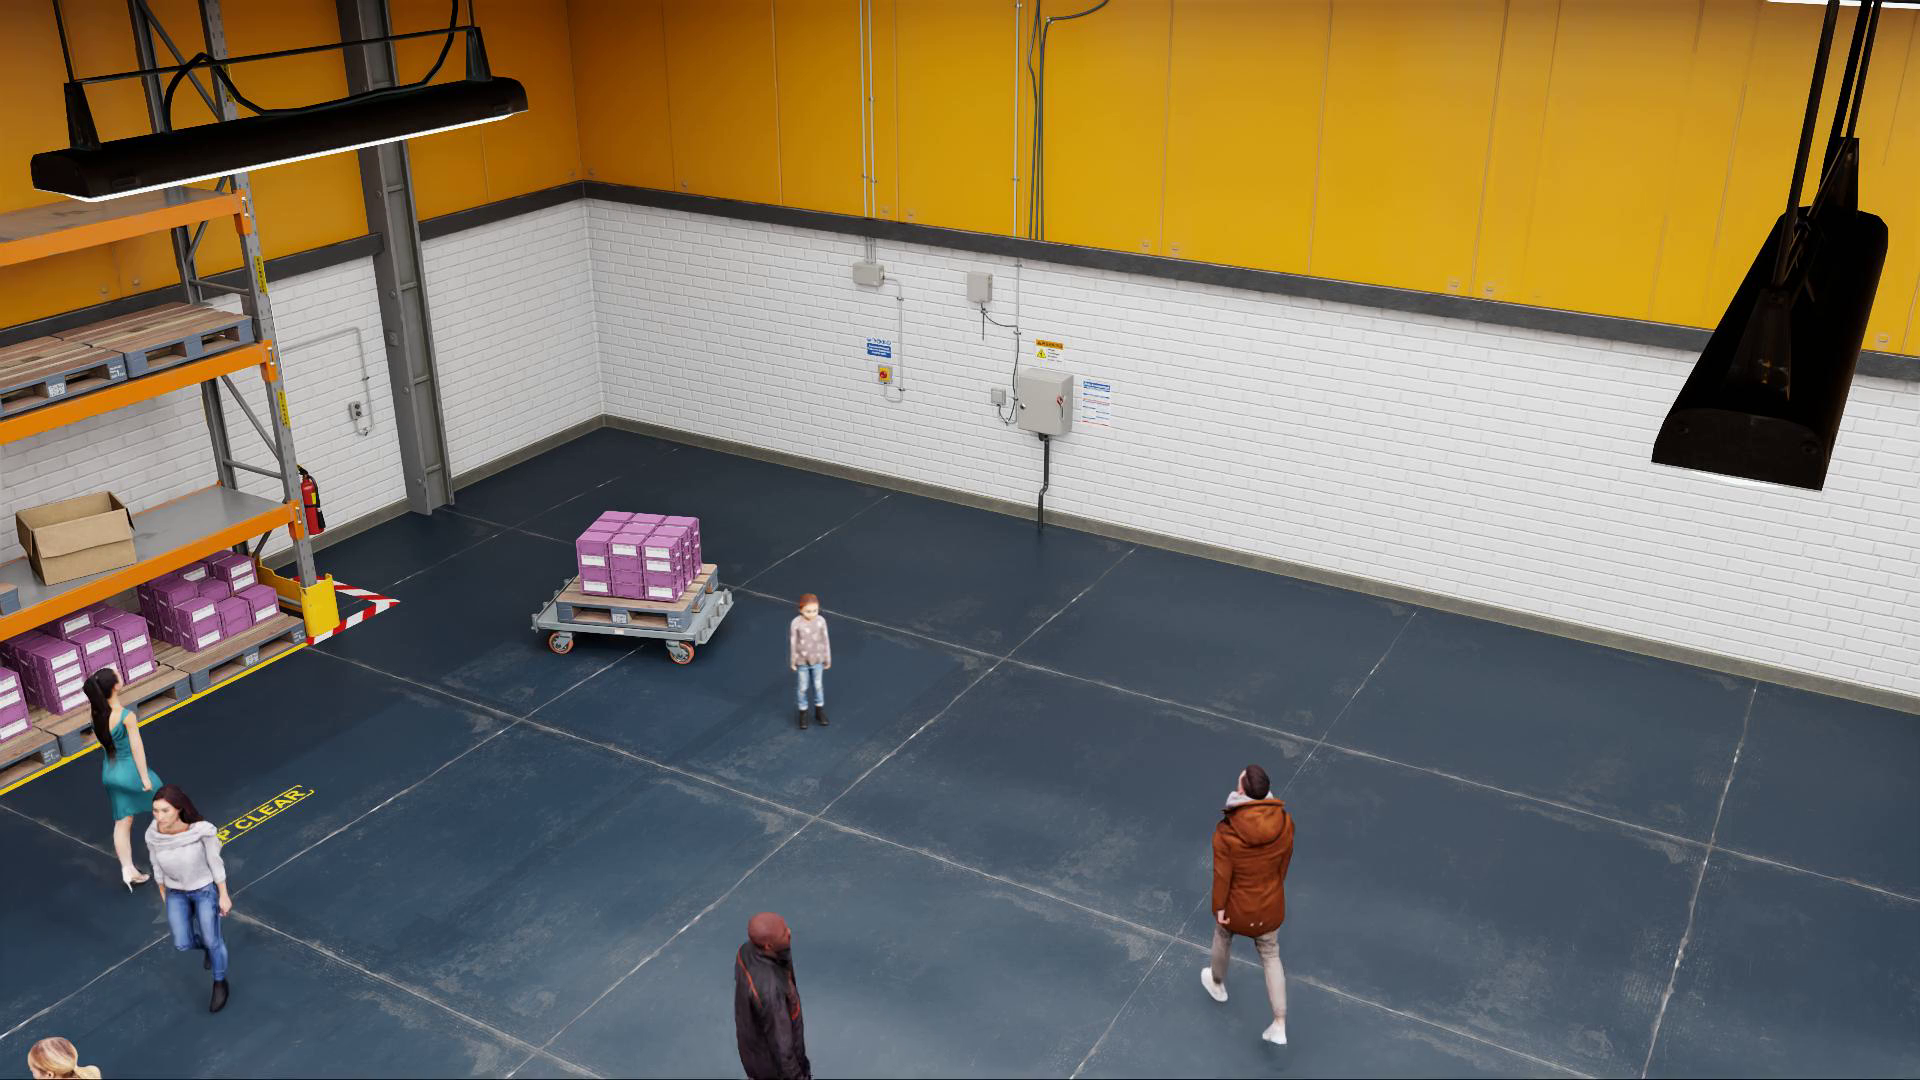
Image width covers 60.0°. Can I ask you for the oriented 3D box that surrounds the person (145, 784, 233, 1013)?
[{"bbox_3d":[-4.779,2.182,10.463,0.797,1.622,0.870,-1,24,-3],"label":"person"}]

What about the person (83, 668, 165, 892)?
[{"bbox_3d":[-5.834,1.693,11.529,0.670,1.666,0.795,7,25,15],"label":"person"}]

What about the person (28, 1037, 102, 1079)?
[{"bbox_3d":[-4.188,3.129,8.091,0.738,1.786,0.615,0,24,0],"label":"person"}]

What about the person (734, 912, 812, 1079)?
[{"bbox_3d":[-1.107,2.762,8.896,0.912,1.814,0.865,-8,25,-18],"label":"person"}]

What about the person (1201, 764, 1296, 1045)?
[{"bbox_3d":[1.809,2.235,10.113,1.136,1.805,1.229,-4,24,-10],"label":"person"}]

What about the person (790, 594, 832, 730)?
[{"bbox_3d":[-1.251,0.973,13.765,0.572,1.193,0.628,-5,24,-11],"label":"person"}]
